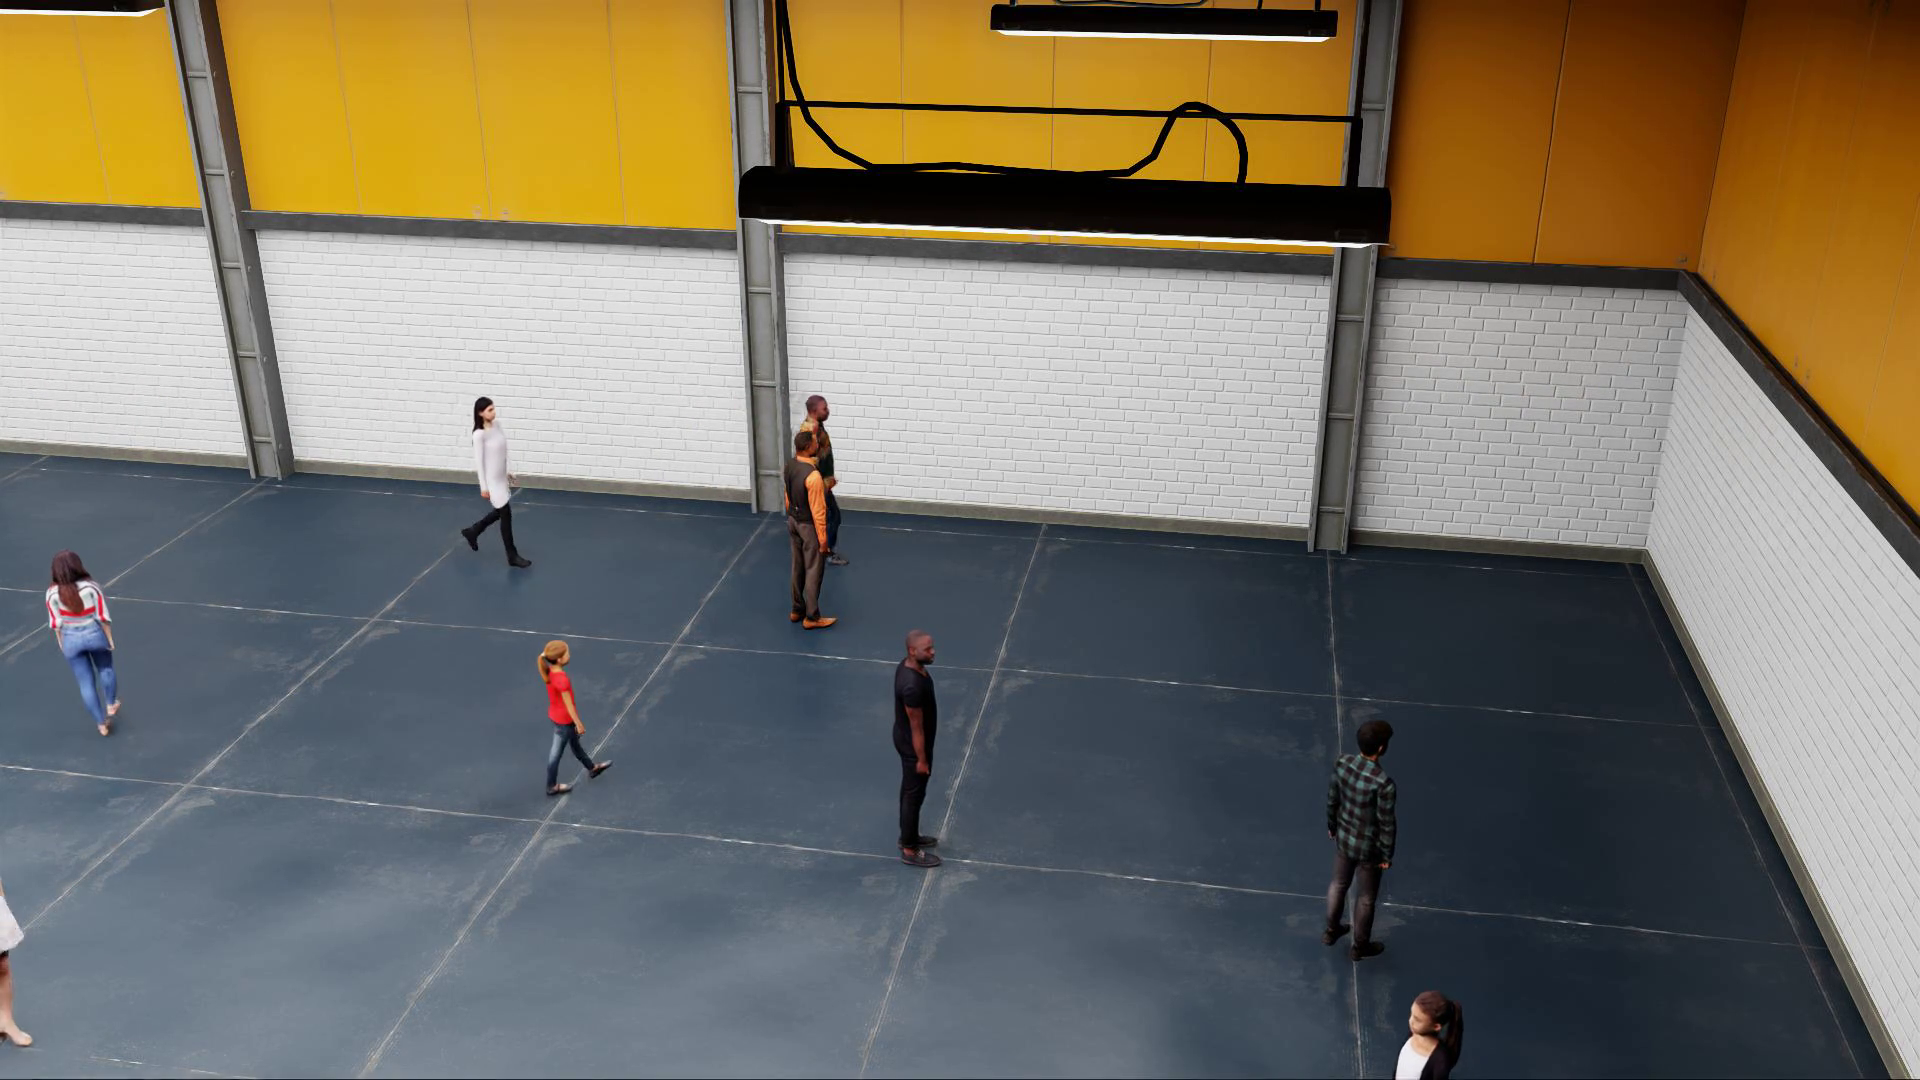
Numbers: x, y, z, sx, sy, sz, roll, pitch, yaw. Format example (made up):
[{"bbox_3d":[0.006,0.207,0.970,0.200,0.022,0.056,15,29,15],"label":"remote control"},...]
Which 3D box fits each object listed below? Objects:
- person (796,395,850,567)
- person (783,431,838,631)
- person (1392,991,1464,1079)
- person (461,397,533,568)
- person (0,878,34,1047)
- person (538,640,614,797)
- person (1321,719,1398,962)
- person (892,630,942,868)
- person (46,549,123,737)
[{"bbox_3d":[-1.526,-0.592,16.685,0.834,1.791,0.778,-2,24,-5],"label":"person"},{"bbox_3d":[-1.425,-0.104,15.422,0.855,1.908,0.784,-17,29,-34],"label":"person"},{"bbox_3d":[2.488,3.008,8.756,0.747,1.545,0.673,-7,25,-16],"label":"person"},{"bbox_3d":[-4.724,-0.587,16.678,1.014,1.787,0.636,6,24,13],"label":"person"},{"bbox_3d":[-6.033,2.317,10.069,0.900,1.760,0.675,6,24,14],"label":"person"},{"bbox_3d":[-3.128,1.388,12.779,0.865,1.291,0.767,-12,26,-25],"label":"person"},{"bbox_3d":[2.593,1.916,10.792,0.779,1.714,0.721,-18,29,-35],"label":"person"},{"bbox_3d":[-0.330,1.473,11.927,0.641,1.818,0.710,-1,24,-2],"label":"person"},{"bbox_3d":[-7.156,0.864,13.595,0.834,1.597,0.878,-11,26,-24],"label":"person"}]
